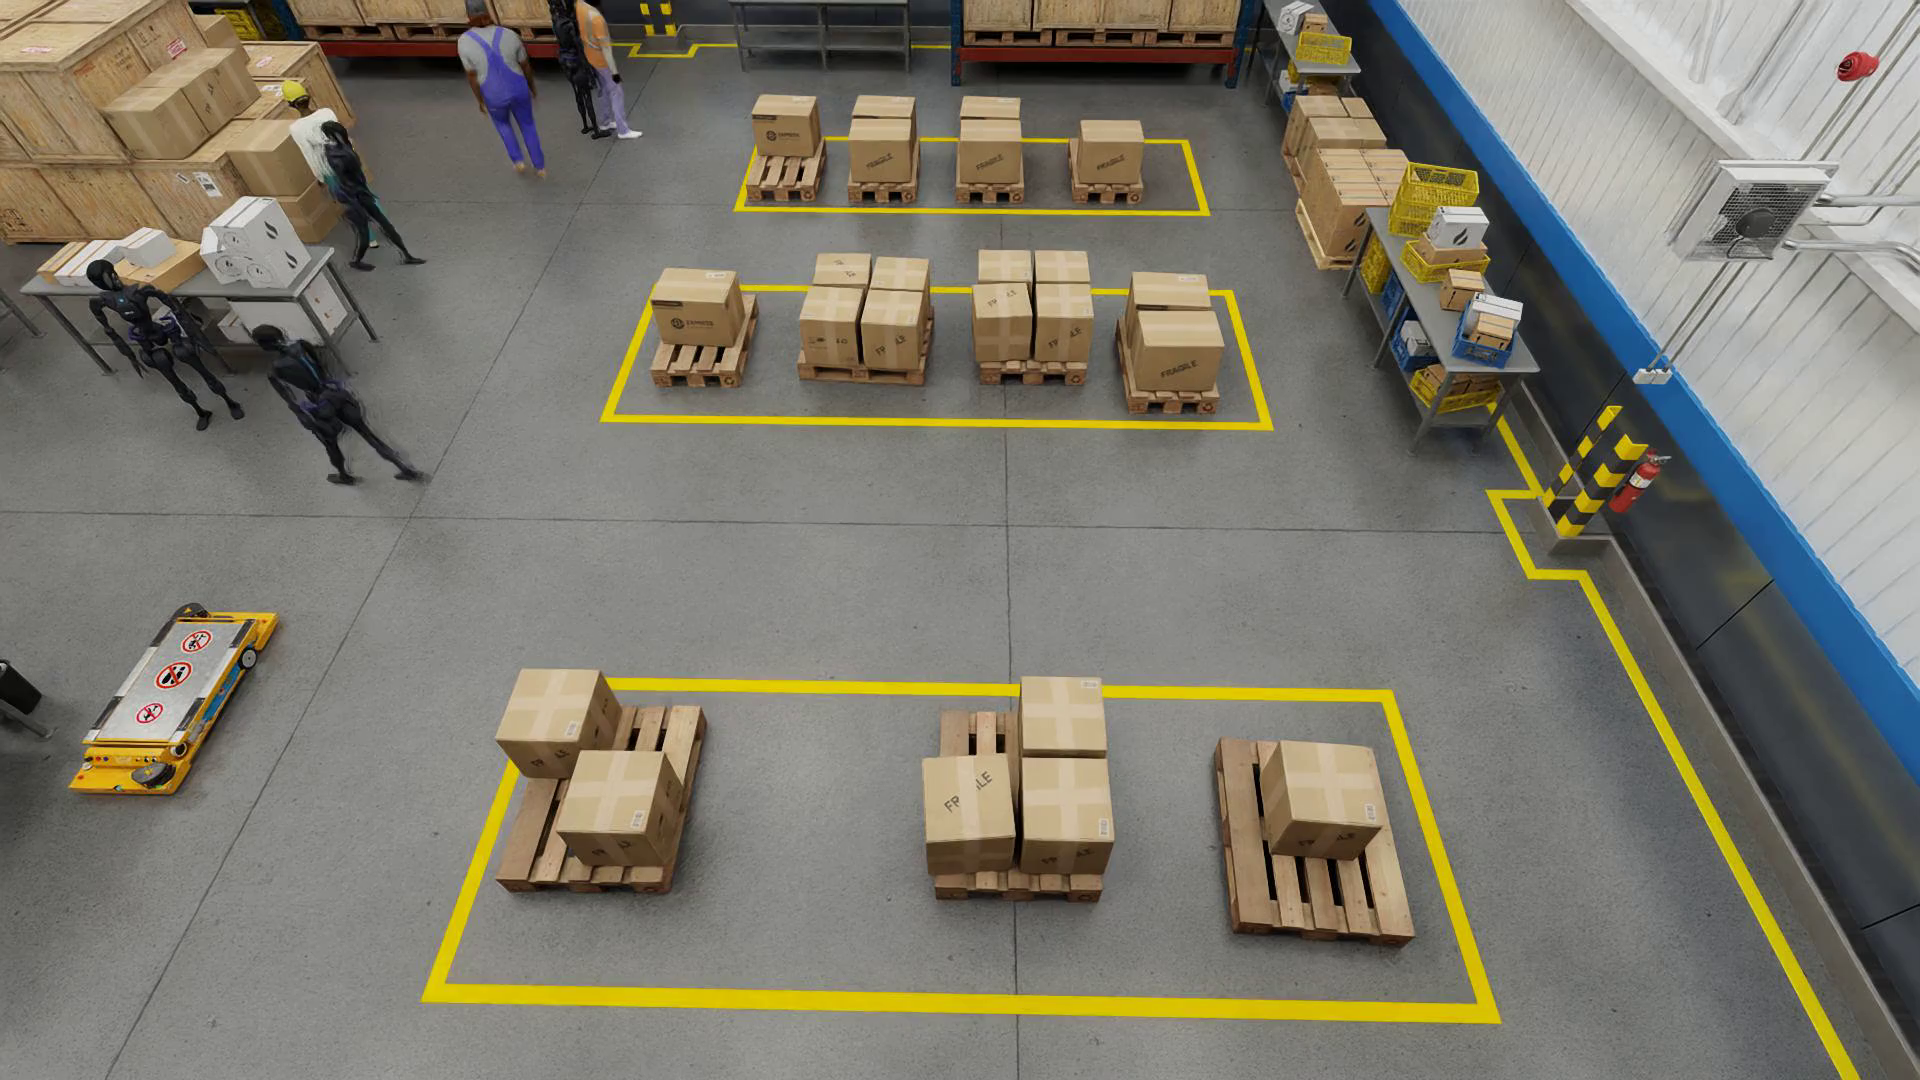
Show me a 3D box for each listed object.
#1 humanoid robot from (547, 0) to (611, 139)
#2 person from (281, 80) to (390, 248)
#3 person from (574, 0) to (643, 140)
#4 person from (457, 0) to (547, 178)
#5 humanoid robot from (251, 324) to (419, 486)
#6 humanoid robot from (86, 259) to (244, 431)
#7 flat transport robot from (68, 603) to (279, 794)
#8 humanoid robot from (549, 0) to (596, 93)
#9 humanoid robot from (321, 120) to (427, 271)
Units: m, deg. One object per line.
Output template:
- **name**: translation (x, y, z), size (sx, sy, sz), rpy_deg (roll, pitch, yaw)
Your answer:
- **humanoid robot**: translation (-4.779, -5.909, 11.434), size (0.327, 1.658, 0.601), rpy_deg (-37, 59, -27)
- **person**: translation (-6.637, -3.961, 9.736), size (0.327, 1.768, 0.525), rpy_deg (20, 53, 16)
- **person**: translation (-4.413, -5.936, 11.312), size (0.448, 1.919, 0.605), rpy_deg (-30, 56, -23)
- **person**: translation (-5.287, -5.254, 10.653), size (0.707, 2.000, 0.568), rpy_deg (-24, 54, -19)
- **humanoid robot**: translation (-5.065, -1.054, 7.366), size (0.767, 1.630, 0.549), rpy_deg (9, 50, 8)
- **humanoid robot**: translation (-6.802, -1.661, 7.841), size (0.606, 1.656, 0.321), rpy_deg (-24, 54, -19)
- **flat transport robot**: translation (-5.504, 1.072, 6.442), size (0.652, 0.197, 1.431), rpy_deg (1, 50, 1)
- **humanoid robot**: translation (-5.118, -6.751, 12.157), size (0.561, 1.649, 0.359), rpy_deg (15, 51, 12)
- **humanoid robot**: translation (-6.268, -3.518, 9.452), size (0.745, 1.621, 0.621), rpy_deg (-3, 50, -3)
